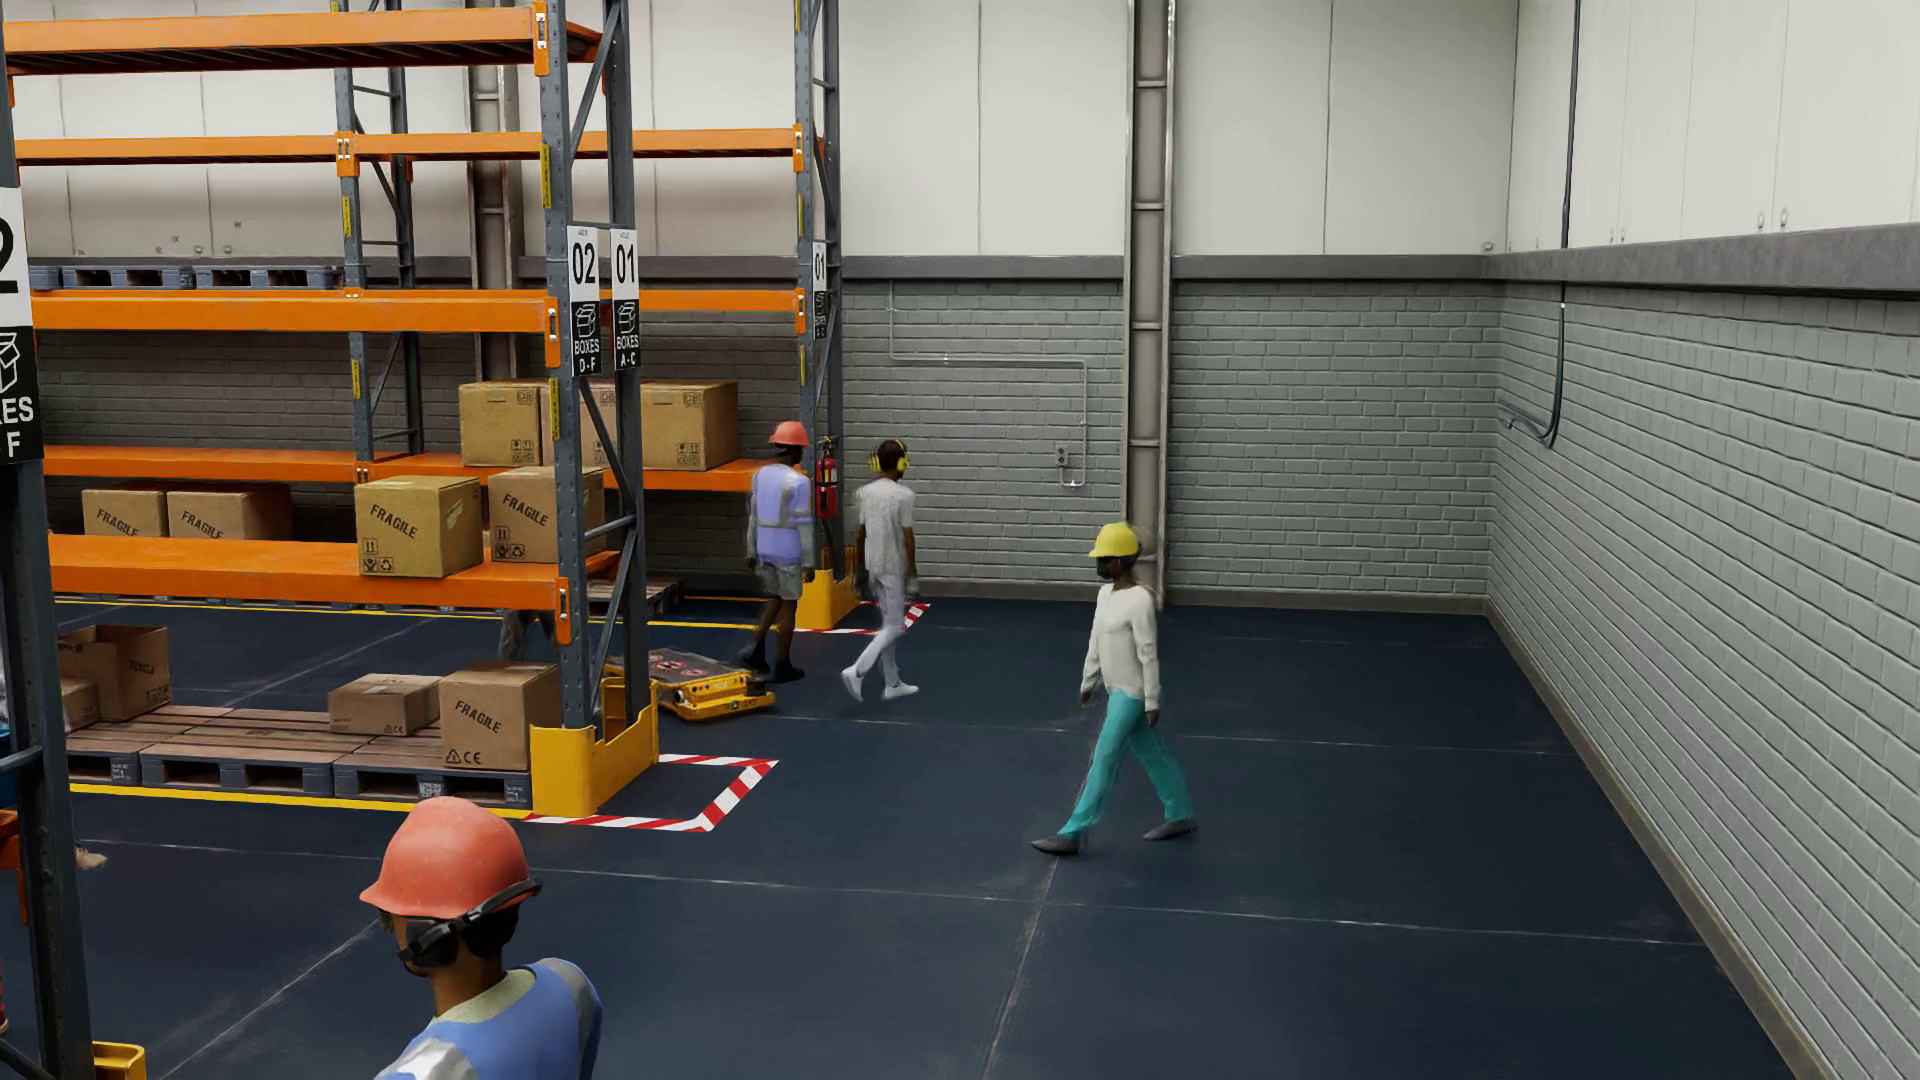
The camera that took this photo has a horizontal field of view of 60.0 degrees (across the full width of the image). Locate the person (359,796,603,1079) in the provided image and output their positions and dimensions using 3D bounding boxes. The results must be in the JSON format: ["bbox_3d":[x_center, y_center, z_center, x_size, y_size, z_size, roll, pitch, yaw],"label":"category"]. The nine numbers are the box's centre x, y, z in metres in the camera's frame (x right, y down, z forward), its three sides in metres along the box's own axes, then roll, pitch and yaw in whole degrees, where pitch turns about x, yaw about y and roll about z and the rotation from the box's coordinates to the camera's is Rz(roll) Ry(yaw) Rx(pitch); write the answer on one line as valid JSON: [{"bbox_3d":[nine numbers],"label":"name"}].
[{"bbox_3d":[-0.908,1.476,3.123,0.375,2.044,0.607,3,10,16],"label":"person"}]

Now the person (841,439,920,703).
[{"bbox_3d":[-0.557,0.229,11.454,0.555,1.847,0.684,9,13,44],"label":"person"}]

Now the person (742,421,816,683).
[{"bbox_3d":[-1.293,0.091,12.105,0.598,1.915,0.492,7,12,38],"label":"person"}]

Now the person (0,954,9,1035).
[{"bbox_3d":[-3.978,0.995,6.301,0.612,1.985,0.415,1,9,5],"label":"person"}]

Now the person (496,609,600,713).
[{"bbox_3d":[-2.831,0.363,11.103,0.912,1.696,0.500,3,10,19],"label":"person"}]

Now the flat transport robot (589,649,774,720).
[{"bbox_3d":[-1.986,0.982,11.665,0.652,0.197,1.431,-8,12,-41],"label":"flat transport robot"}]

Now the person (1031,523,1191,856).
[{"bbox_3d":[0.812,0.760,8.570,0.930,1.708,0.540,-3,10,-16],"label":"person"}]

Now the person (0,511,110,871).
[{"bbox_3d":[-4.729,0.674,8.186,0.834,2.019,0.616,1,9,4],"label":"person"}]
